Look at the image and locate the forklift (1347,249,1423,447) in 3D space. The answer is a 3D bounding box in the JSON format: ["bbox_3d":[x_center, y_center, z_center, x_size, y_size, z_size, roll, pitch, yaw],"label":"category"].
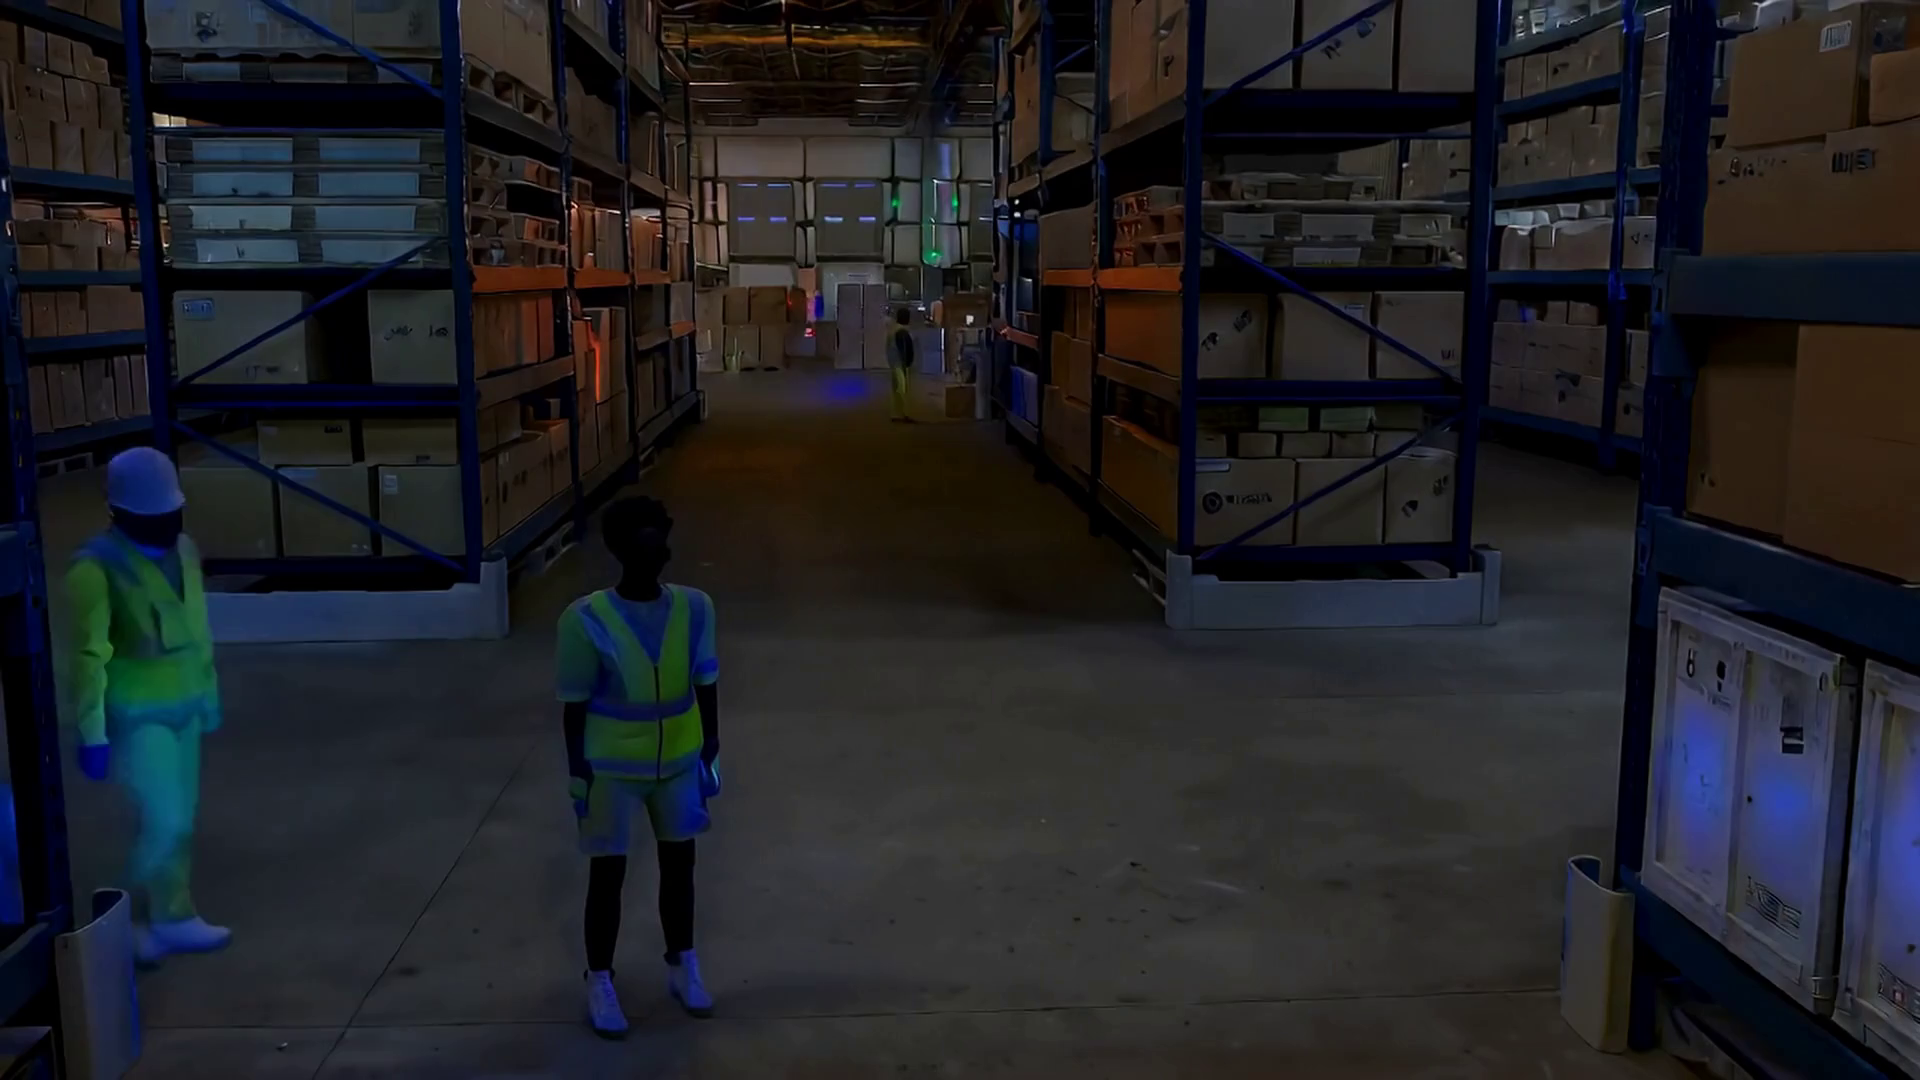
[{"bbox_3d":[4.989,-2.364,20.671,1.129,2.768,1.873,-1,9,-4],"label":"forklift"}]

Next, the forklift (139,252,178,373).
[{"bbox_3d":[-15.869,-4.419,33.576,1.129,2.768,1.873,-1,9,-4],"label":"forklift"}]

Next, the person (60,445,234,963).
[{"bbox_3d":[-2.724,0.568,5.642,0.421,1.798,0.680,1,9,7],"label":"person"}]

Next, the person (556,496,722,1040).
[{"bbox_3d":[-0.991,0.697,5.187,0.536,1.691,0.319,-6,11,-33],"label":"person"}]

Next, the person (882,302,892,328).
[{"bbox_3d":[-1.923,-5.844,46.478,0.608,1.621,0.524,1,9,5],"label":"person"}]

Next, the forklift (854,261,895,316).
[{"bbox_3d":[-3.231,-8.251,57.638,1.129,2.768,1.873,9,13,44],"label":"forklift"}]

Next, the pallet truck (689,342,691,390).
[{"bbox_3d":[-5.225,-3.008,27.480,1.885,1.965,0.823,2,9,14],"label":"pallet truck"}]

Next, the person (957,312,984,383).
[{"bbox_3d":[0.203,-3.587,32.230,0.514,1.641,0.315,0,9,-1],"label":"person"}]

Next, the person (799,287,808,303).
[{"bbox_3d":[-5.432,-7.712,57.194,0.354,1.942,0.545,2,9,13],"label":"person"}]

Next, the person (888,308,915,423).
[{"bbox_3d":[-0.933,-2.786,26.581,0.429,1.839,0.634,-3,10,-19],"label":"person"}]
